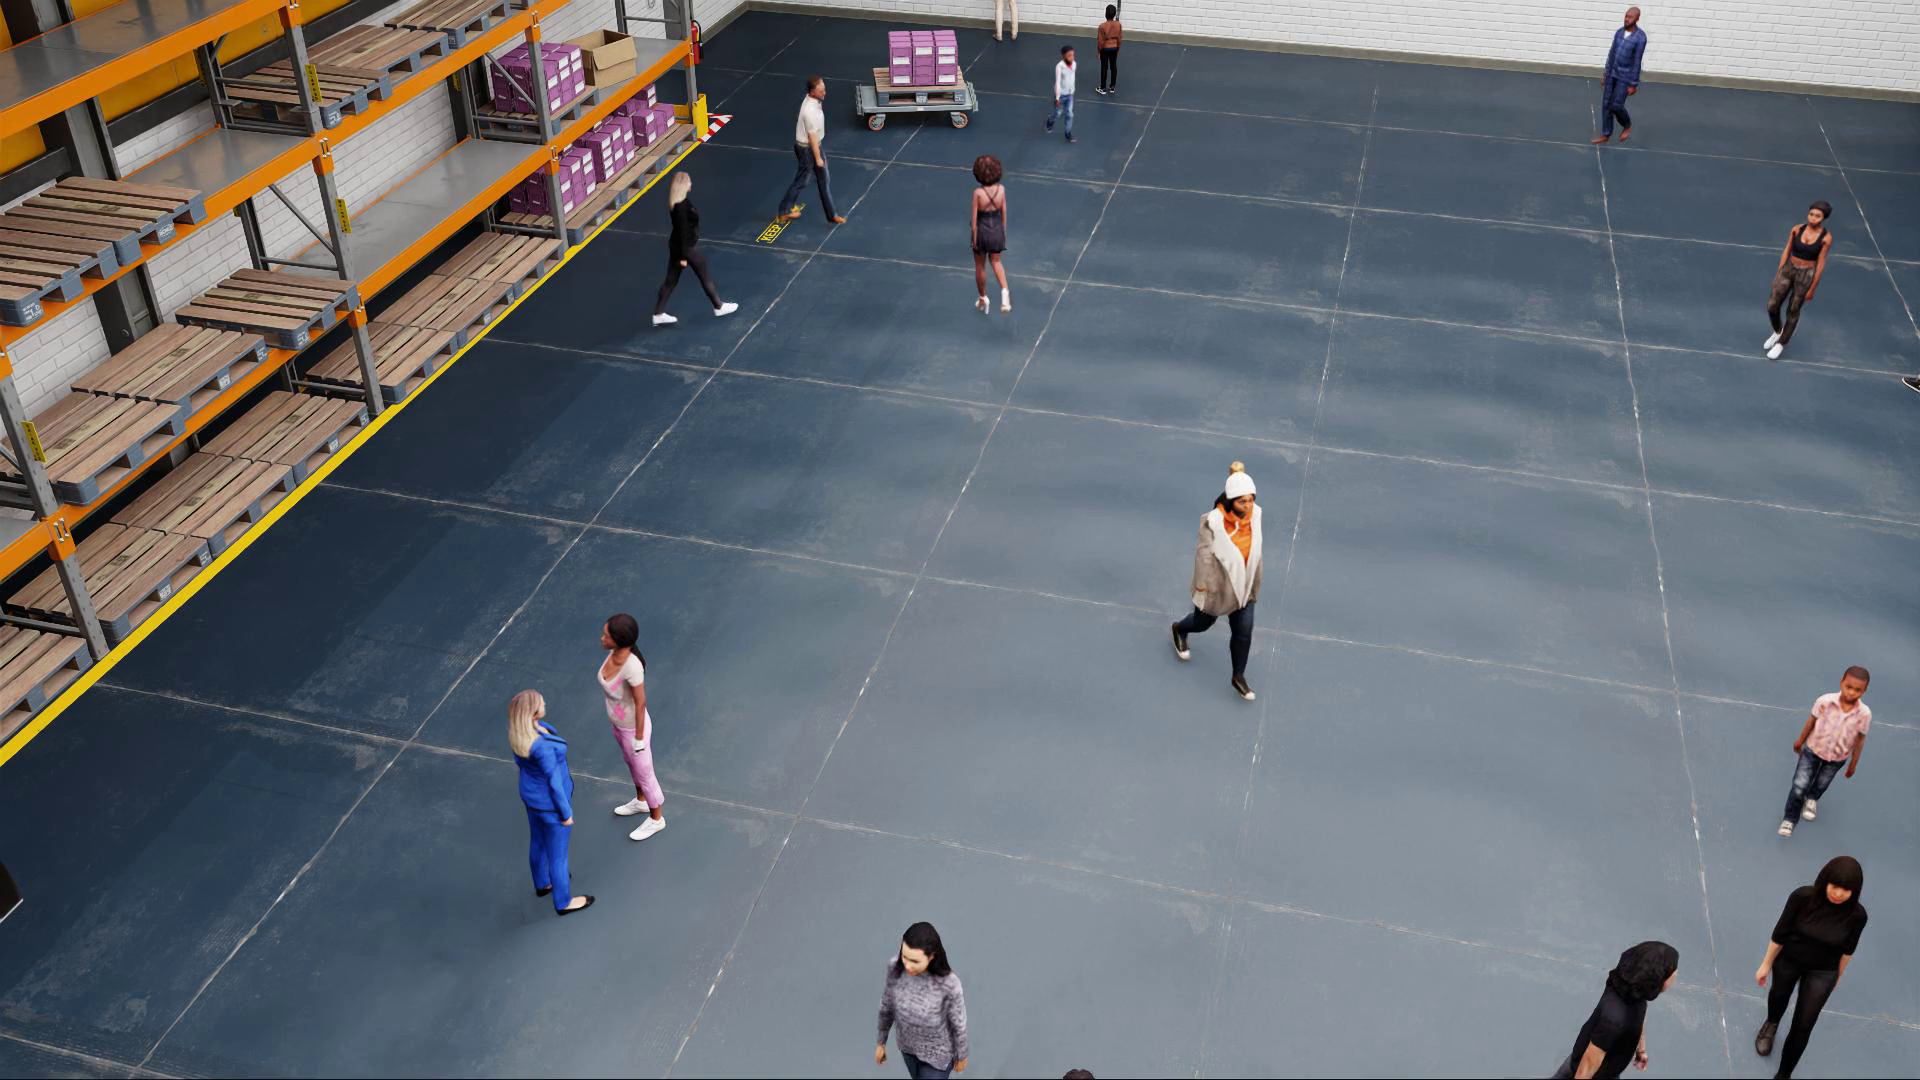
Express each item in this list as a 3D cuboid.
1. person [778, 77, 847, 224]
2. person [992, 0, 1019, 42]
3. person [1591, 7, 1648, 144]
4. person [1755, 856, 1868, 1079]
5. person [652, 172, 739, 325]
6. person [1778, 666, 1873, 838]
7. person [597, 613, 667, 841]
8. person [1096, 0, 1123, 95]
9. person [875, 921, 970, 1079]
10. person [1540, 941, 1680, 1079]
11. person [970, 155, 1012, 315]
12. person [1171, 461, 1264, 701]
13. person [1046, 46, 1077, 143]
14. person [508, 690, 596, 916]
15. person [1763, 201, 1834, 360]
[{"bbox_3d":[-1.848,-4.570,19.547,0.737,1.793,1.008,4,34,6],"label":"person"},{"bbox_3d":[0.697,-8.655,25.645,0.731,1.847,0.714,-6,34,-8],"label":"person"},{"bbox_3d":[8.732,-6.101,21.837,0.945,1.807,0.888,-16,37,-23],"label":"person"},{"bbox_3d":[4.747,2.324,9.336,0.729,1.616,0.947,20,39,27],"label":"person"},{"bbox_3d":[-2.966,-2.974,17.295,1.173,1.628,1.153,-15,36,-21],"label":"person"},{"bbox_3d":[5.805,1.354,11.097,0.651,1.282,0.881,17,37,24],"label":"person"},{"bbox_3d":[-2.156,1.204,10.906,0.711,1.742,0.651,-18,37,-25],"label":"person"},{"bbox_3d":[2.120,-6.995,23.681,0.601,1.255,0.637,-12,35,-17],"label":"person"},{"bbox_3d":[-0.135,2.609,8.816,0.723,1.715,0.760,19,38,26],"label":"person"},{"bbox_3d":[3.217,2.684,8.635,0.849,1.791,1.153,14,36,20],"label":"person"},{"bbox_3d":[0.324,-3.125,17.390,0.831,1.775,0.925,-13,36,-19],"label":"person"},{"bbox_3d":[1.908,0.237,12.253,1.147,1.862,1.247,-14,36,-20],"label":"person"},{"bbox_3d":[1.361,-5.967,22.141,0.762,1.249,0.843,-16,37,-23],"label":"person"},{"bbox_3d":[-2.587,1.615,10.325,0.729,1.700,0.710,-26,41,-33],"label":"person"},{"bbox_3d":[8.468,-2.639,16.737,0.773,1.688,0.725,-27,42,-35],"label":"person"}]
